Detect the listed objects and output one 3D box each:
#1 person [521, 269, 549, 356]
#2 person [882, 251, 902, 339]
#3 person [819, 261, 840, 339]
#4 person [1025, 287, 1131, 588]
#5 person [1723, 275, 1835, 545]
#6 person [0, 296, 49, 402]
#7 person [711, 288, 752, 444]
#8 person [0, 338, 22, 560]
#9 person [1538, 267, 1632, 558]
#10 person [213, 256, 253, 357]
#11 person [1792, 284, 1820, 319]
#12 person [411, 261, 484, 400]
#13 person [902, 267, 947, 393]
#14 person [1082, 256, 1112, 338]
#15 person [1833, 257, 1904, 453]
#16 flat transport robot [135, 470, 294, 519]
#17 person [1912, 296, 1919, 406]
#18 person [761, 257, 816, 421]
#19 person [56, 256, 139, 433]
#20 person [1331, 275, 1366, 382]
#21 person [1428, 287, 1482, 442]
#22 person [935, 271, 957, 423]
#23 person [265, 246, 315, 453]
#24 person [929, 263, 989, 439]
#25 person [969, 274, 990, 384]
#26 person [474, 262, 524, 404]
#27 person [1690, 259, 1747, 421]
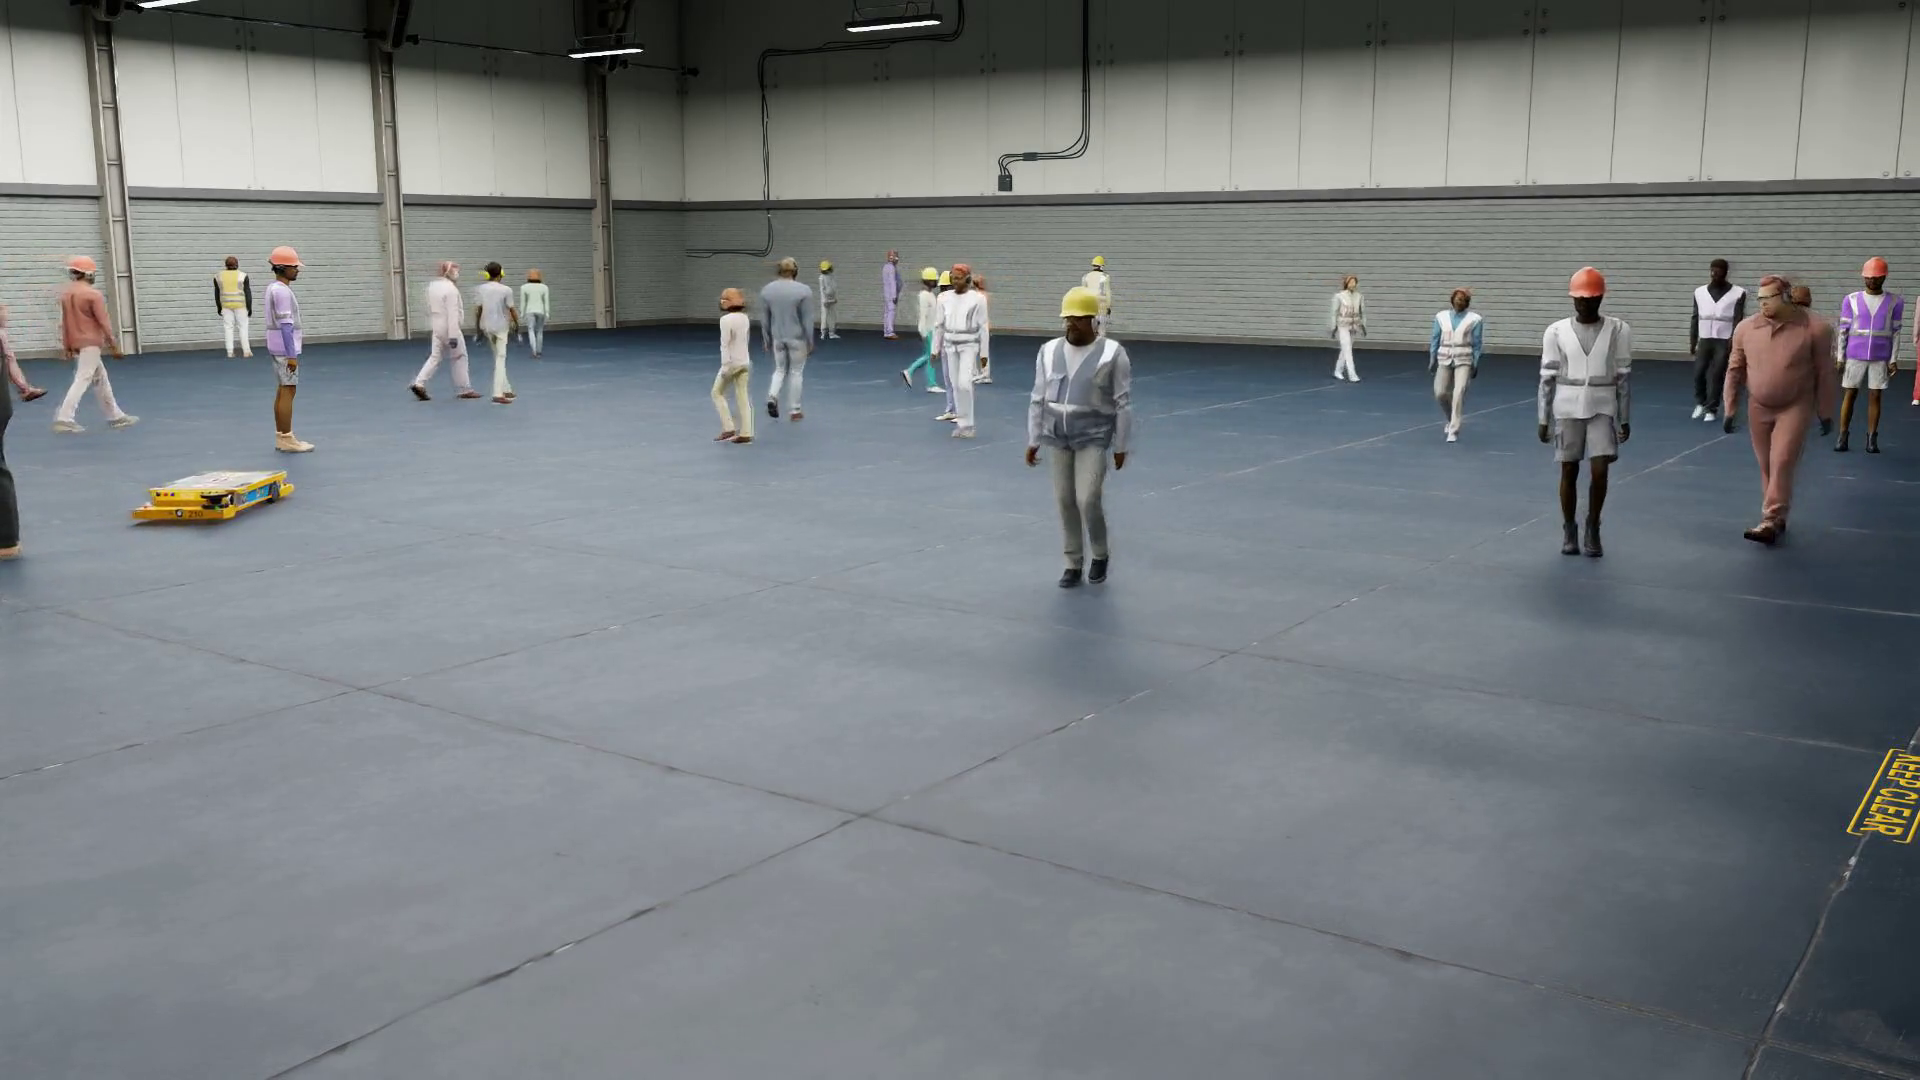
[{"bbox_3d":[-7.761,-4.146,30.406,0.509,1.610,0.629,-3,11,-17],"label":"person"},{"bbox_3d":[-1.458,-5.306,36.092,0.401,1.904,0.650,-3,11,-15],"label":"person"},{"bbox_3d":[-2.803,-5.231,36.252,0.352,1.697,0.655,9,13,40],"label":"person"},{"bbox_3d":[0.699,-0.606,10.014,0.597,1.818,0.429,6,12,28],"label":"person"},{"bbox_3d":[5.659,-0.896,11.541,0.976,1.857,0.671,-9,14,-41],"label":"person"},{"bbox_3d":[-12.451,-2.705,21.612,0.932,1.863,0.674,-9,13,-41],"label":"person"},{"bbox_3d":[-2.381,-1.794,17.229,0.517,1.614,0.523,5,11,27],"label":"person"},{"bbox_3d":[-6.394,-0.777,10.894,0.328,1.842,0.515,-4,11,-23],"label":"person"},{"bbox_3d":[4.107,-0.826,10.954,0.589,1.914,0.587,4,11,20],"label":"person"},{"bbox_3d":[-13.283,-4.268,30.454,0.633,1.841,0.429,-2,10,-10],"label":"person"},{"bbox_3d":[9.284,-2.018,18.452,0.455,1.614,0.531,-8,13,-38],"label":"person"},{"bbox_3d":[-6.868,-2.775,22.076,0.951,1.861,0.664,-10,14,-44],"label":"person"},{"bbox_3d":[-0.488,-2.915,23.127,0.583,1.745,0.534,1,10,8],"label":"person"},{"bbox_3d":[2.589,-4.423,31.340,0.592,1.834,0.404,6,12,29],"label":"person"},{"bbox_3d":[9.016,-1.826,16.512,0.552,1.933,0.368,5,11,26],"label":"person"},{"bbox_3d":[-5.800,-0.367,13.000,0.652,0.197,1.431,0,10,-2],"label":"flat transport robot"},{"bbox_3d":[12.448,-2.574,21.206,0.522,1.761,0.332,5,11,27],"label":"person"},{"bbox_3d":[-2.010,-2.332,19.403,0.634,1.926,0.496,4,11,19],"label":"person"},{"bbox_3d":[-9.674,-2.169,18.446,0.616,1.945,1.043,7,12,33],"label":"person"},{"bbox_3d":[5.887,-3.203,25.180,0.529,1.595,0.847,-4,11,-20],"label":"person"},{"bbox_3d":[5.228,-1.856,17.534,0.533,1.624,0.522,6,12,31],"label":"person"},{"bbox_3d":[-0.110,-2.247,19.378,0.343,1.758,0.519,-7,12,-34],"label":"person"},{"bbox_3d":[-6.680,-1.889,16.567,0.391,2.041,0.615,-6,12,-30],"label":"person"},{"bbox_3d":[-0.024,-1.999,17.693,0.598,1.865,0.622,6,12,29],"label":"person"},{"bbox_3d":[0.241,-3.112,24.567,0.489,1.625,0.512,4,11,21],"label":"person"},{"bbox_3d":[-5.979,-2.704,21.714,0.606,1.829,0.822,3,11,17],"label":"person"},{"bbox_3d":[8.816,-2.324,19.421,0.591,1.897,0.491,8,13,36],"label":"person"}]
